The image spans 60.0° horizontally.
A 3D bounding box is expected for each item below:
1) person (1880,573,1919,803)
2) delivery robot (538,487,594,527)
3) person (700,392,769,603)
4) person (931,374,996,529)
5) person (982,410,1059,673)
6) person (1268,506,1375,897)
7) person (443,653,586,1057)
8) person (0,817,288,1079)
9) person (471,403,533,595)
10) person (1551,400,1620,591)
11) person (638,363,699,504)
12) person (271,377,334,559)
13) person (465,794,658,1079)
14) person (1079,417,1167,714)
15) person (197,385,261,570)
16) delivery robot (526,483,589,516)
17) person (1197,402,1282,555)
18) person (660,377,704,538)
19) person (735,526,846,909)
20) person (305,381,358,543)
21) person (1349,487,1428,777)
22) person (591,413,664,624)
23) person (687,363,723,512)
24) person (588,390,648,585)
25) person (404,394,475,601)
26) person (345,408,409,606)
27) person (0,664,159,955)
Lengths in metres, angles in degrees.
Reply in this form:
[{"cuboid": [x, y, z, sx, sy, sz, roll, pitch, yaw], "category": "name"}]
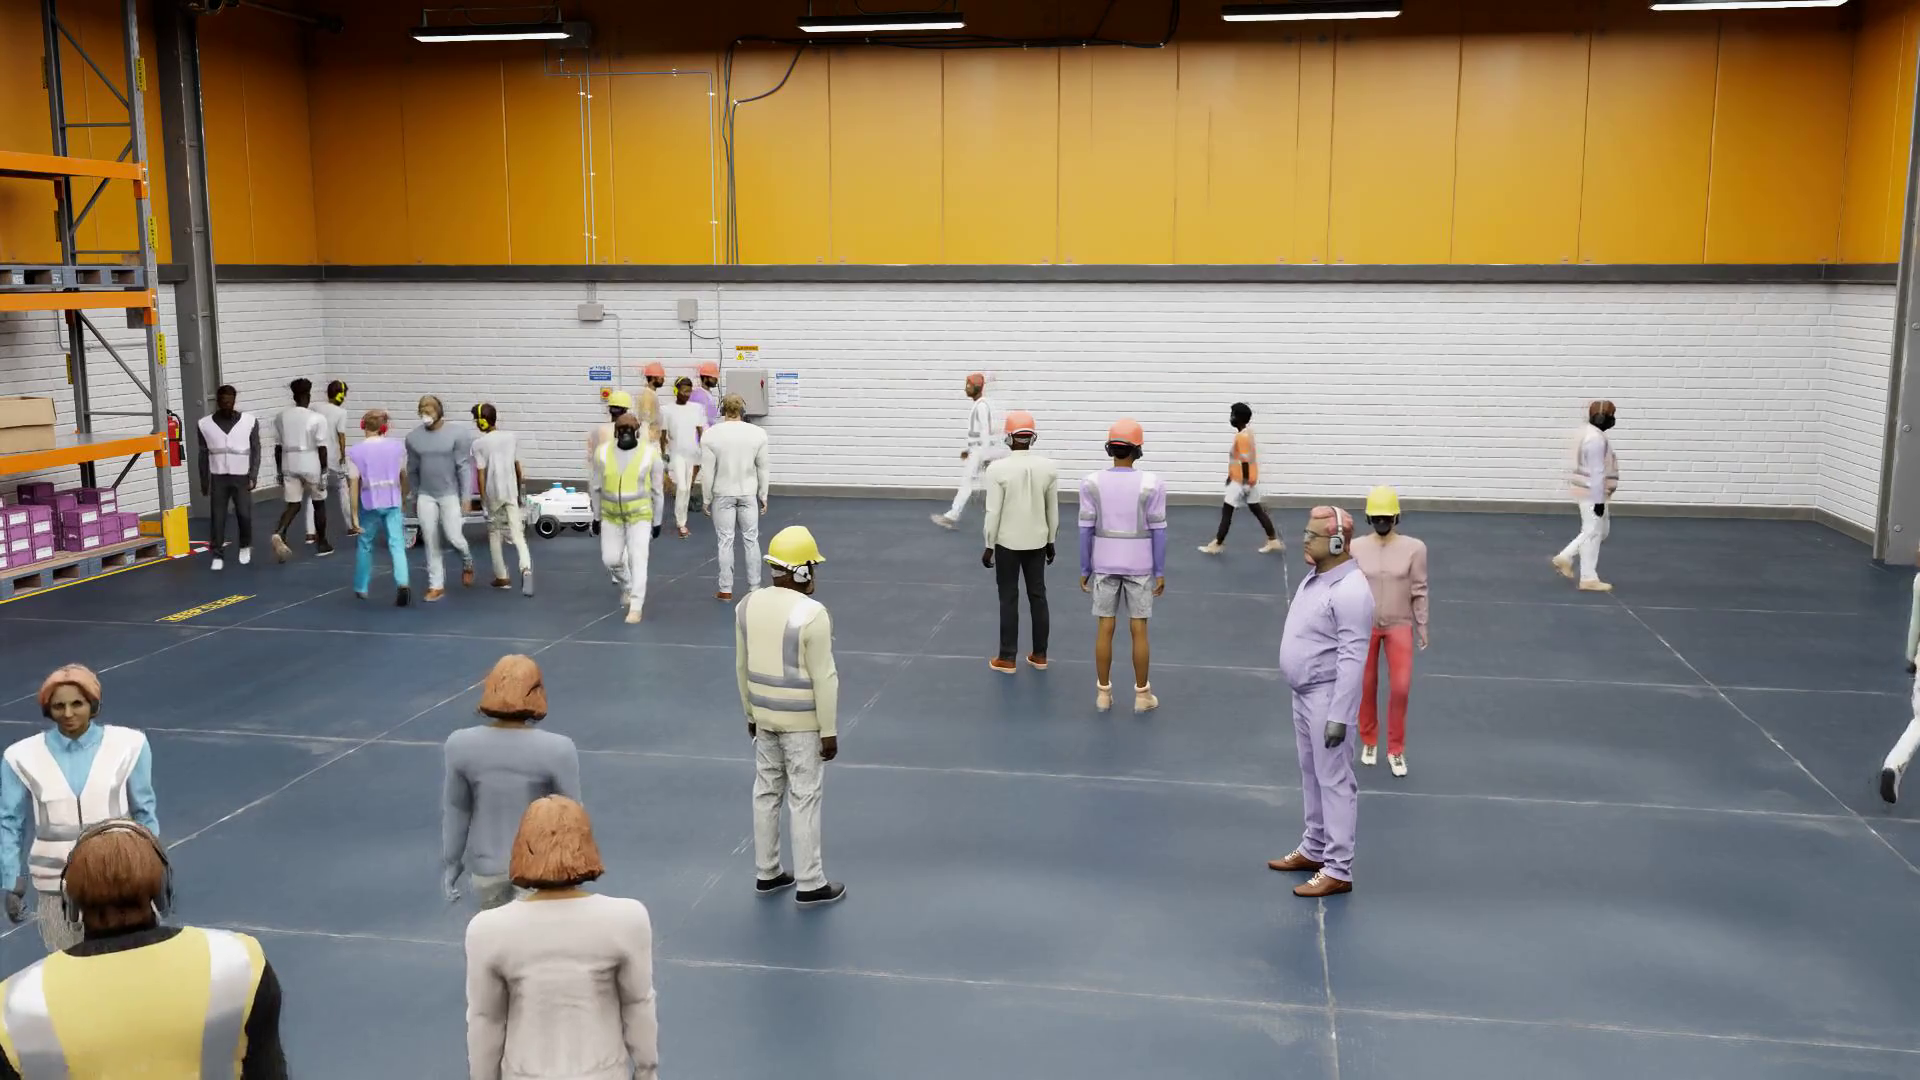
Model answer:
[{"cuboid": [5.521, 0.730, 9.331, 0.633, 1.617, 0.525, -5, 10, -27], "category": "person"}, {"cuboid": [-4.466, -0.361, 19.116, 0.707, 0.478, 0.477, 0, 9, -2], "category": "delivery robot"}, {"cuboid": [-2.068, -0.389, 15.297, 0.635, 1.937, 0.354, -3, 10, -18], "category": "person"}, {"cuboid": [0.142, -1.032, 19.604, 0.972, 1.836, 0.599, 0, 9, 3], "category": "person"}, {"cuboid": [0.452, 0.013, 12.628, 0.626, 1.992, 0.387, -4, 10, -25], "category": "person"}, {"cuboid": [1.766, 0.778, 8.147, 0.410, 1.913, 0.642, -1, 9, -7], "category": "person"}, {"cuboid": [-1.663, 1.224, 6.263, 0.530, 1.617, 0.373, 0, 9, 1], "category": "person"}, {"cuboid": [-1.828, 1.534, 3.763, 0.631, 1.817, 0.796, -5, 10, -29], "category": "person"}, {"cuboid": [-4.315, -0.394, 15.697, 0.545, 1.821, 0.876, -6, 11, -34], "category": "person"}, {"cuboid": [6.020, -0.426, 15.871, 0.490, 1.833, 0.626, 3, 10, 17], "category": "person"}, {"cuboid": [-3.823, -1.298, 21.081, 0.978, 1.882, 0.562, -1, 9, -8], "category": "person"}, {"cuboid": [-6.991, -0.745, 17.550, 0.602, 1.936, 0.807, 1, 9, 5], "category": "person"}, {"cuboid": [-1.083, 1.500, 4.559, 0.506, 1.628, 0.277, -1, 9, -7], "category": "person"}, {"cuboid": [1.121, 0.179, 11.451, 0.606, 2.045, 0.389, 3, 10, 17], "category": "person"}, {"cuboid": [-7.475, -0.648, 17.036, 0.605, 1.894, 0.513, -3, 10, -19], "category": "person"}, {"cuboid": [-4.731, -0.430, 19.544, 0.707, 0.478, 0.477, -3, 10, -18], "category": "delivery robot"}, {"cuboid": [3.050, -0.649, 17.815, 0.882, 1.648, 0.541, 3, 10, 15], "category": "person"}, {"cuboid": [-3.125, -0.940, 19.045, 0.491, 1.838, 0.702, -7, 11, -36], "category": "person"}, {"cuboid": [-0.803, 0.841, 7.993, 0.595, 1.831, 0.403, 8, 12, 39], "category": "person"}, {"cuboid": [-7.183, -0.894, 18.848, 0.680, 1.802, 0.920, 2, 9, 14], "category": "person"}, {"cuboid": [2.544, 0.550, 10.049, 0.560, 1.740, 0.663, 2, 9, 13], "category": "person"}, {"cuboid": [-2.883, -0.206, 14.502, 0.644, 1.828, 0.559, 1, 9, 4], "category": "person"}, {"cuboid": [-3.101, -1.280, 20.975, 0.964, 1.888, 0.569, 2, 9, 13], "category": "person"}, {"cuboid": [-3.284, -0.489, 15.993, 0.604, 1.904, 0.595, 1, 9, 4], "category": "person"}, {"cuboid": [-4.814, -0.407, 15.462, 0.638, 1.921, 0.575, 1, 9, 6], "category": "person"}, {"cuboid": [-5.311, -0.307, 15.213, 0.563, 1.802, 0.912, -6, 11, -34], "category": "person"}, {"cuboid": [-3.286, 1.236, 6.243, 0.526, 1.604, 0.814, -4, 10, -24], "category": "person"}]
